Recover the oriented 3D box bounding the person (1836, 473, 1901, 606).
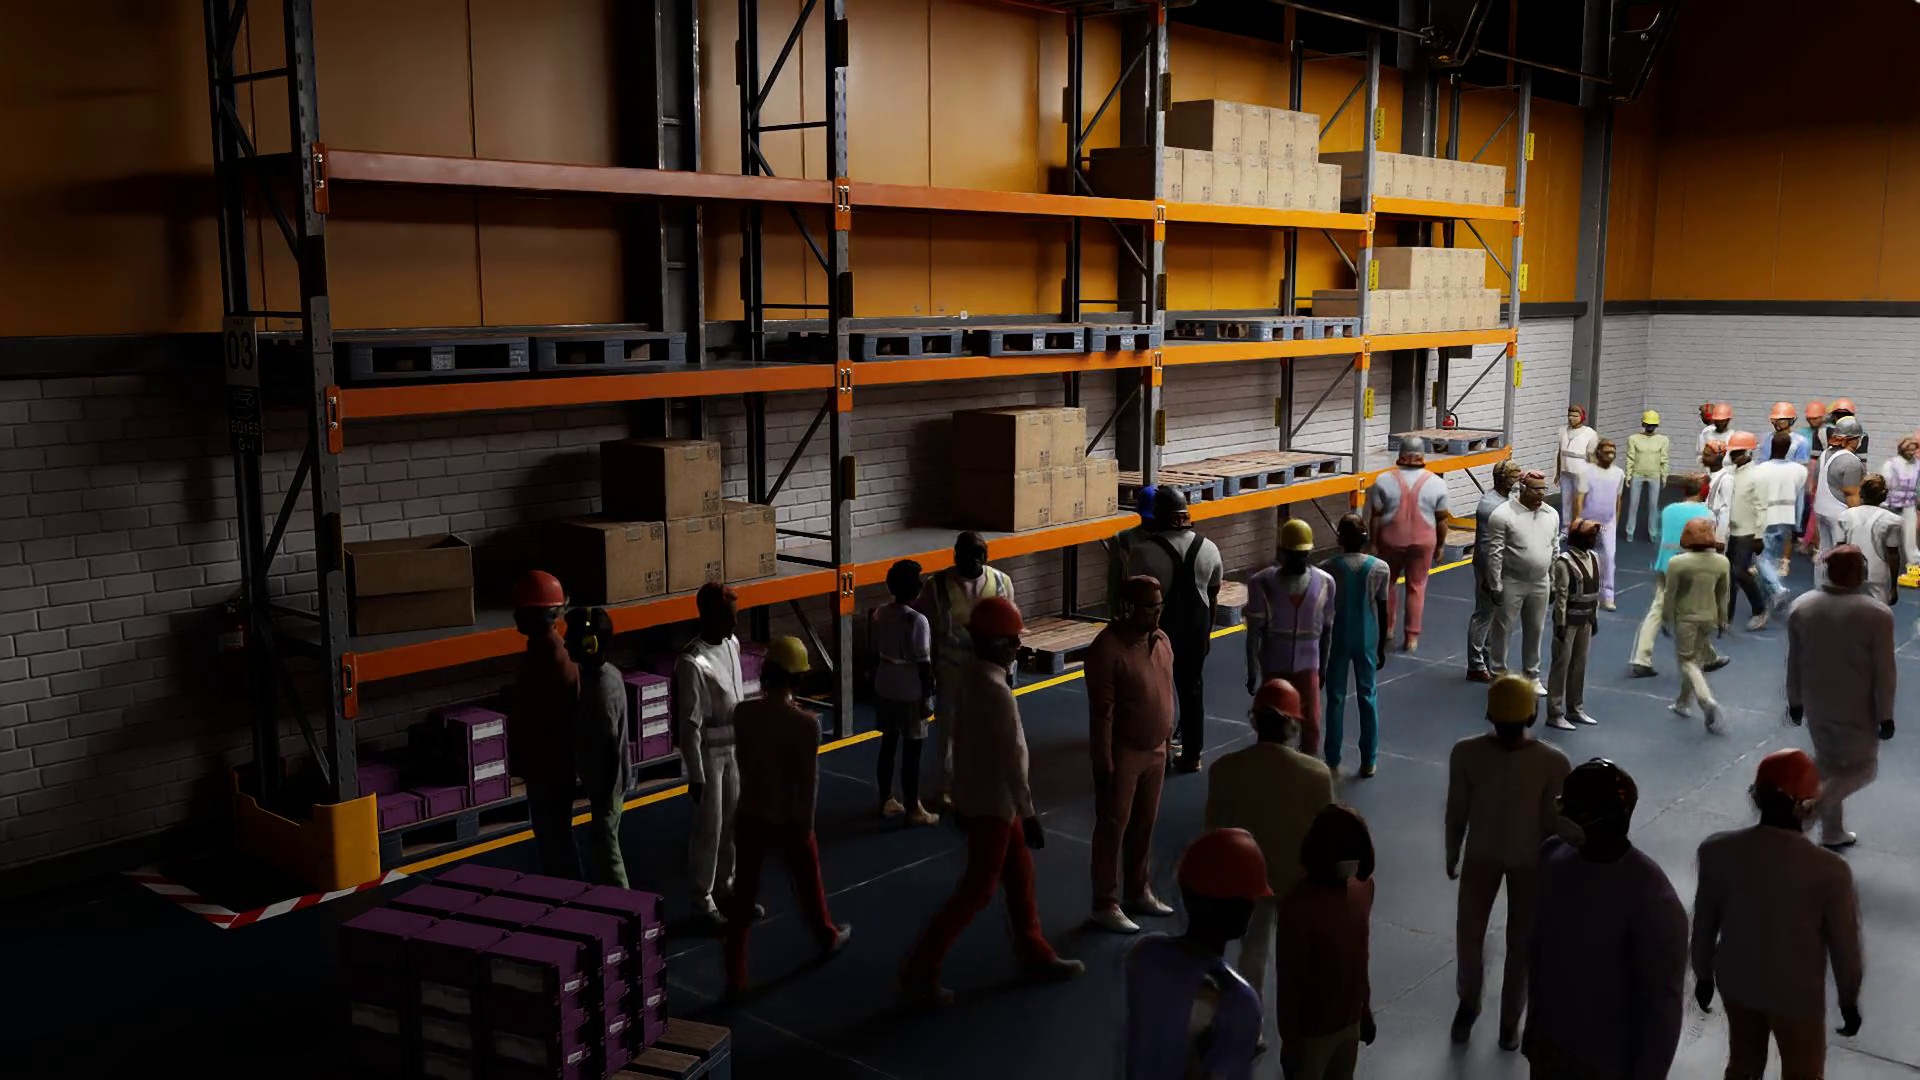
[{"bbox_3d":[7.559,0.361,13.876,0.348,1.847,0.505,-7,11,-39],"label":"person"}]

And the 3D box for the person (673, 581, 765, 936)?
[{"bbox_3d":[-1.282,1.143,8.746,0.374,1.879,0.583,3,9,17],"label":"person"}]

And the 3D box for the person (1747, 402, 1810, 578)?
[{"bbox_3d":[9.494,-0.579,19.299,0.377,2.045,0.605,-6,10,-33],"label":"person"}]

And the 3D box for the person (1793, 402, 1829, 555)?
[{"bbox_3d":[10.884,-0.794,21.085,1.092,1.931,0.649,-7,11,-39],"label":"person"}]

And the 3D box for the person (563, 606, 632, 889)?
[{"bbox_3d":[-1.760,1.239,8.138,0.309,1.868,0.535,-2,9,-13],"label":"person"}]

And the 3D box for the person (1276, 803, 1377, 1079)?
[{"bbox_3d":[1.290,1.714,5.832,0.507,1.631,0.280,-8,12,-41],"label":"person"}]

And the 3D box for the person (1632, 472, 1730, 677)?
[{"bbox_3d":[6.294,0.301,14.462,1.045,1.777,0.570,-4,10,-24],"label":"person"}]

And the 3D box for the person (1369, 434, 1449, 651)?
[{"bbox_3d":[4.208,-0.008,15.631,0.713,2.000,0.723,2,9,12],"label":"person"}]

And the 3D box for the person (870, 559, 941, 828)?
[{"bbox_3d":[-0.350,0.961,10.485,0.317,1.696,0.538,-7,11,-40],"label":"person"}]

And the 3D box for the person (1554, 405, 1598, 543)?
[{"bbox_3d":[8.039,-0.849,21.721,0.395,1.836,0.560,-5,10,-31],"label":"person"}]

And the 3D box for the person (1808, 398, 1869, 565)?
[{"bbox_3d":[10.586,-0.692,20.085,0.611,2.032,0.411,5,10,28],"label":"person"}]

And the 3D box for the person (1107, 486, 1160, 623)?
[{"bbox_3d":[1.387,0.556,12.325,0.602,1.937,0.409,0,9,-1],"label":"person"}]

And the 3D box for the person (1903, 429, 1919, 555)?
[{"bbox_3d":[12.159,-0.736,20.807,0.649,1.900,0.398,-3,9,-19],"label":"person"}]

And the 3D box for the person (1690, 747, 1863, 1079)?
[{"bbox_3d":[2.965,1.623,6.104,0.559,1.742,0.577,-7,11,-36],"label":"person"}]

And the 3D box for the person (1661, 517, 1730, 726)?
[{"bbox_3d":[5.731,0.636,12.894,0.497,1.611,0.702,-1,9,-6],"label":"person"}]

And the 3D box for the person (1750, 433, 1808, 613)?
[{"bbox_3d":[8.429,-0.160,17.142,0.607,1.885,0.711,-1,9,-4],"label":"person"}]

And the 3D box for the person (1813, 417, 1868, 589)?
[{"bbox_3d":[9.169,-0.256,17.229,0.538,2.000,0.684,0,9,-1],"label":"person"}]

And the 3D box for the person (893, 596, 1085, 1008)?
[{"bbox_3d":[0.129,1.234,7.901,0.961,1.960,0.620,-2,9,-10],"label":"person"}]

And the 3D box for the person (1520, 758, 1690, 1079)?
[{"bbox_3d":[2.026,1.639,5.333,0.379,1.940,0.629,-3,9,-17],"label":"person"}]

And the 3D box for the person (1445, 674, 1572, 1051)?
[{"bbox_3d":[2.411,1.425,7.353,0.534,1.742,0.474,3,9,21],"label":"person"}]

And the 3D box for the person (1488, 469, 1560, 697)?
[{"bbox_3d":[4.662,0.361,13.721,0.646,1.900,0.400,-2,9,-12],"label":"person"}]

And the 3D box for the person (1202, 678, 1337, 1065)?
[{"bbox_3d":[1.356,1.457,7.206,0.610,1.718,0.435,5,10,31],"label":"person"}]

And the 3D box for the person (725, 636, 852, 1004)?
[{"bbox_3d":[-0.875,1.322,8.091,0.534,1.717,0.894,4,10,24],"label":"person"}]

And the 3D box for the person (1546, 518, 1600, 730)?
[{"bbox_3d":[4.725,0.637,12.784,0.517,1.632,0.314,-7,11,-36],"label":"person"}]

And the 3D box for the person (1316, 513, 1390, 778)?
[{"bbox_3d":[2.692,0.732,11.493,0.506,1.842,0.348,1,9,4],"label":"person"}]

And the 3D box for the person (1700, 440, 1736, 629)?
[{"bbox_3d":[7.483,-0.062,16.512,0.341,1.876,0.572,1,9,5],"label":"person"}]

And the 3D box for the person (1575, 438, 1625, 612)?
[{"bbox_3d":[6.745,-0.198,17.629,0.516,1.810,0.933,1,9,6],"label":"person"}]

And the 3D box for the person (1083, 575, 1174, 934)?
[{"bbox_3d":[0.933,1.122,8.822,0.636,1.899,0.400,-8,12,-43],"label":"person"}]

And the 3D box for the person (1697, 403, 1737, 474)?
[{"bbox_3d":[9.480,-0.743,20.786,0.545,1.919,0.575,5,10,31],"label":"person"}]

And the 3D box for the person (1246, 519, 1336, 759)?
[{"bbox_3d":[2.140,0.819,10.732,0.597,1.904,0.666,0,9,1],"label":"person"}]

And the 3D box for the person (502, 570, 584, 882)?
[{"bbox_3d":[-2.094,1.135,8.400,0.382,1.994,0.623,-4,10,-25],"label":"person"}]

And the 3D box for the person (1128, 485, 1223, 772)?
[{"bbox_3d":[1.452,0.617,11.597,0.681,2.000,0.535,-3,9,-16],"label":"person"}]

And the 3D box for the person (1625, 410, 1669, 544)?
[{"bbox_3d":[9.000,-0.823,21.800,0.527,1.762,0.342,3,9,17],"label":"person"}]

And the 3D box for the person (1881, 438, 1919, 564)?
[{"bbox_3d":[11.155,-0.418,19.724,0.537,1.583,0.931,0,9,1],"label":"person"}]

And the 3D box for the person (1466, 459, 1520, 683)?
[{"bbox_3d":[4.597,0.260,14.279,0.377,1.931,0.625,6,11,35],"label":"person"}]

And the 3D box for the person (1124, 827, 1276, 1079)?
[{"bbox_3d":[0.711,1.746,4.785,0.903,1.886,0.572,-6,11,-34],"label":"person"}]

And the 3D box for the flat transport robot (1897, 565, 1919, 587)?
[{"bbox_3d":[11.244,0.379,18.821,1.431,0.197,0.652,-6,11,-35],"label":"flat transport robot"}]

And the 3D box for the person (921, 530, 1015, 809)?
[{"bbox_3d":[0.060,0.842,10.831,0.629,1.837,0.430,-2,9,-10],"label":"person"}]

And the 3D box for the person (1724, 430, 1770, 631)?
[{"bbox_3d":[7.671,-0.094,16.360,0.475,1.985,0.644,-1,9,-8],"label":"person"}]

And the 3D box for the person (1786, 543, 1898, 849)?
[{"bbox_3d":[5.189,0.958,9.870,0.709,1.882,0.654,-4,10,-27],"label":"person"}]
